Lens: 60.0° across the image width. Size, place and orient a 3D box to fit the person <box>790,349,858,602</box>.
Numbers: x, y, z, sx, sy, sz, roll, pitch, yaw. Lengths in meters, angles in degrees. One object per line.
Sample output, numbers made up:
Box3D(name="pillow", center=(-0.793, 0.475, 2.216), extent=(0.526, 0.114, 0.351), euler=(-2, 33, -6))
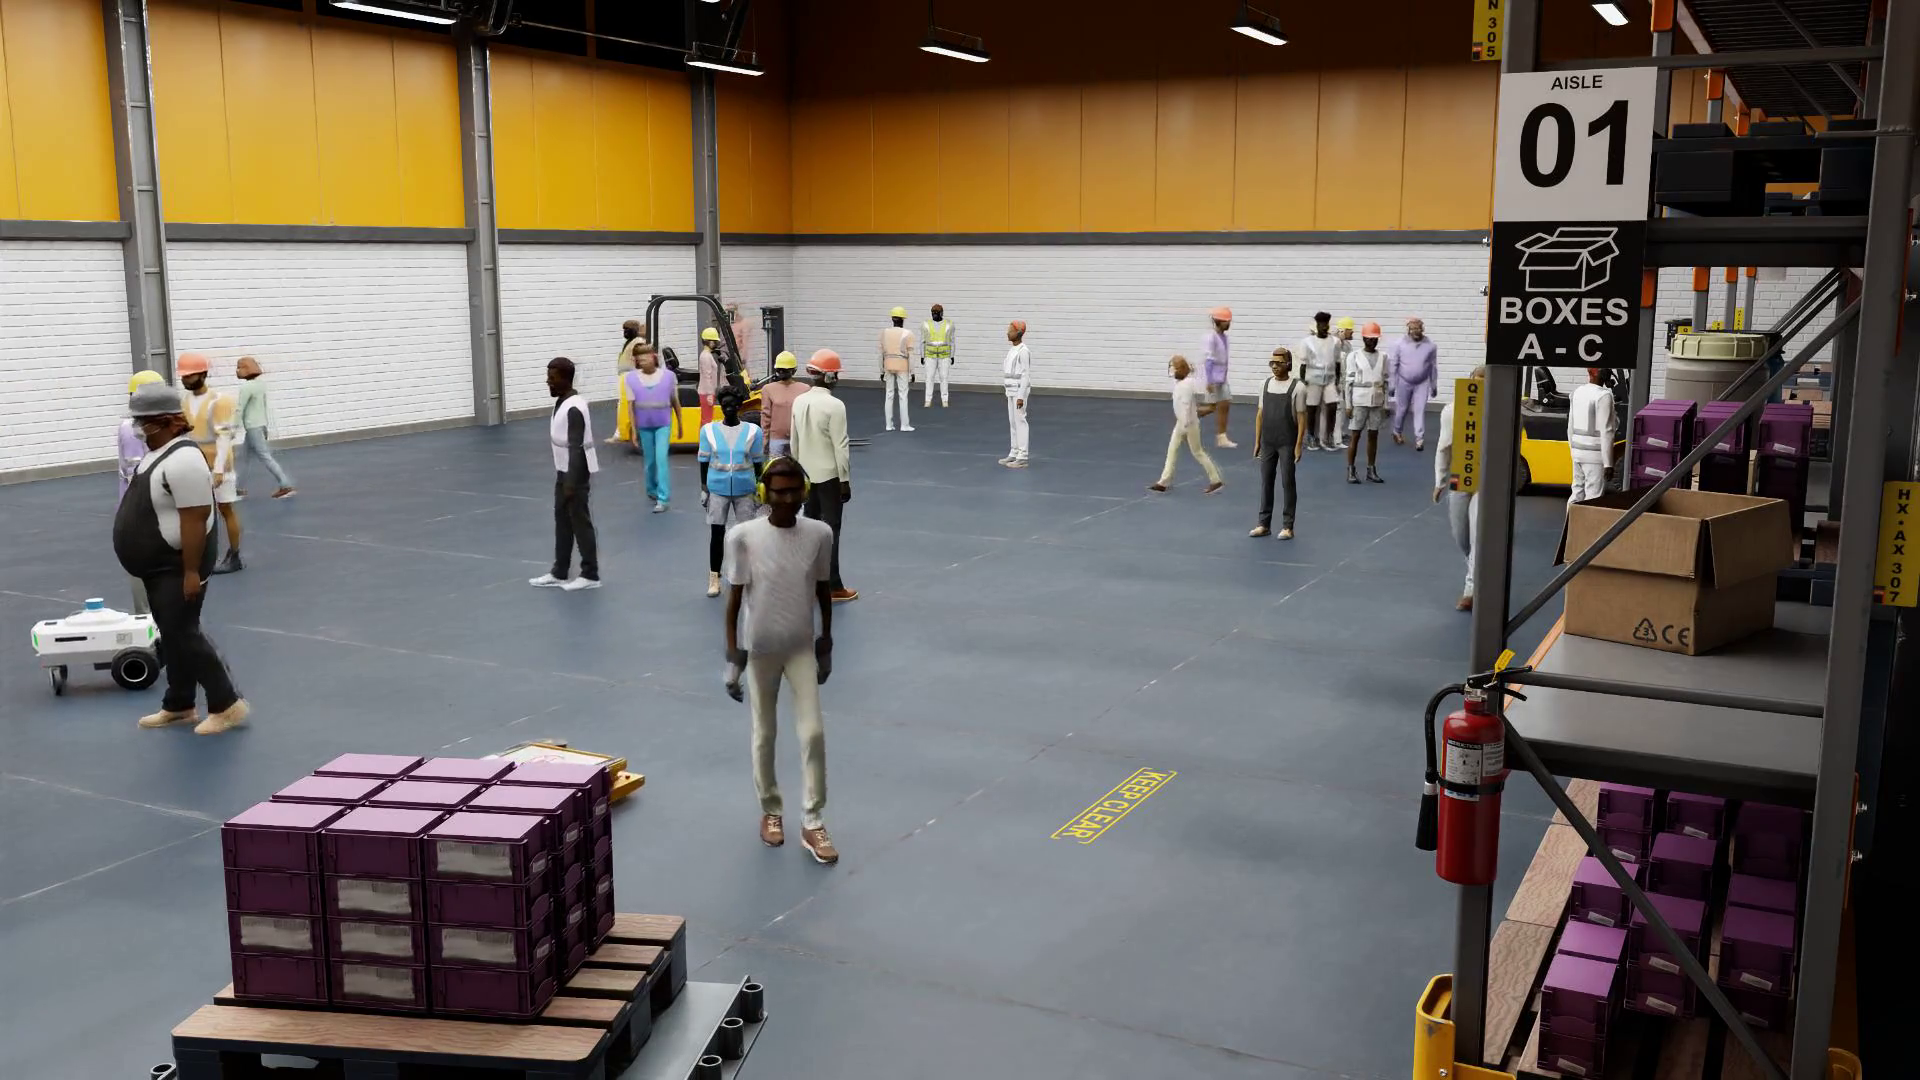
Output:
Box3D(name="person", center=(-1.072, -0.510, 13.162), extent=(0.396, 1.990, 0.624), euler=(-10, 14, -44))

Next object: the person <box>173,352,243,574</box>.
Box3D(name="person", center=(-6.410, -0.624, 14.058), extent=(0.558, 1.907, 0.733), euler=(3, 10, 18))

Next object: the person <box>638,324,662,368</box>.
Box3D(name="person", center=(-5.107, -2.706, 27.040), extent=(0.509, 1.588, 0.843), euler=(3, 10, 19))

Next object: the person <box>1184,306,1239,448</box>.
Box3D(name="person", center=(3.534, -2.299, 23.490), extent=(0.816, 2.015, 0.624), euler=(7, 12, 35))

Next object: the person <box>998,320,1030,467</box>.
Box3D(name="person", center=(0.720, -1.876, 21.389), extent=(0.355, 1.885, 0.575), euler=(-3, 10, -17))

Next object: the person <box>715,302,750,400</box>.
Box3D(name="person", center=(-4.051, -3.247, 29.369), extent=(0.679, 1.860, 0.952), euler=(6, 11, 29))

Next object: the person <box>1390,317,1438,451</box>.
Box3D(name="person", center=(6.372, -2.210, 23.422), extent=(0.690, 1.861, 0.934), euler=(1, 10, 7))

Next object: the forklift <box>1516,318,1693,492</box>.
Box3D(name="forklift", center=(7.066, -1.601, 18.899), extent=(2.313, 2.155, 1.214), euler=(5, 11, 27))

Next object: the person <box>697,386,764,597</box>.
Box3D(name="person", center=(-1.829, -0.390, 13.326), extent=(0.532, 1.697, 0.319), euler=(-1, 10, -9))

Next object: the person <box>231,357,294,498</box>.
Box3D(name="person", center=(-7.895, -1.251, 18.615), extent=(0.843, 1.592, 0.515), euler=(-1, 10, -4))

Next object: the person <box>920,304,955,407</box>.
Box3D(name="person", center=(-0.401, -3.273, 29.611), extent=(0.634, 1.837, 0.429), euler=(0, 10, 0))

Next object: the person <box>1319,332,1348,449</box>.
Box3D(name="person", center=(5.250, -2.098, 23.391), extent=(0.314, 1.637, 0.514), euler=(-6, 12, -33))

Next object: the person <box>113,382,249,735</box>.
Box3D(name="person", center=(-4.490, 0.102, 9.487), extent=(0.598, 2.000, 0.703), euler=(-7, 12, -36))

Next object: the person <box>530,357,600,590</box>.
Box3D(name="person", center=(-3.206, -0.530, 13.536), extent=(0.503, 1.917, 0.616), euler=(-4, 11, -24))

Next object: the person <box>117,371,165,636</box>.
Box3D(name="person", center=(-5.756, -0.242, 11.832), extent=(0.381, 1.918, 0.584), euler=(-3, 10, -16))

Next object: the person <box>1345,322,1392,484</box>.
Box3D(name="person", center=(4.880, -1.627, 19.838), extent=(0.572, 1.932, 0.389), euler=(-1, 10, -7))

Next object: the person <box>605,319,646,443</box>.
Box3D(name="person", center=(-4.651, -2.287, 24.029), extent=(0.898, 1.806, 0.621), euler=(-5, 11, -26))

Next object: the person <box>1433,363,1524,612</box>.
Box3D(name="person", center=(4.069, -0.440, 13.028), extent=(0.630, 1.914, 0.908), euler=(7, 12, 34))

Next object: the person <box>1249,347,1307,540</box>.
Box3D(name="person", center=(3.066, -0.925, 15.999), extent=(0.505, 1.846, 0.346), euler=(7, 12, 35))

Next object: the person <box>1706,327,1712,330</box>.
Box3D(name="person", center=(8.917, -1.610, 19.908), extent=(0.643, 1.864, 0.714), euler=(-6, 12, -33))

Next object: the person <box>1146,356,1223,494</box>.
Box3D(name="person", center=(2.590, -1.302, 18.932), extent=(0.873, 1.588, 0.541), euler=(-2, 10, -11))

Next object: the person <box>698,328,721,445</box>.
Box3D(name="person", center=(-3.305, -1.919, 21.987), extent=(0.327, 1.765, 0.531), euler=(-2, 10, -10))

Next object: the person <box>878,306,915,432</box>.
Box3D(name="person", center=(-0.959, -2.625, 25.607), extent=(0.594, 1.922, 0.385), euler=(4, 10, 21))

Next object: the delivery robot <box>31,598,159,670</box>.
Box3D(name="delivery robot", center=(-5.471, 0.613, 10.549), extent=(0.707, 0.478, 0.477), euler=(-3, 10, -17))

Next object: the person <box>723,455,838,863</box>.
Box3D(name="person", center=(-0.812, 0.542, 7.532), extent=(0.542, 1.842, 0.760), euler=(-2, 10, -14))

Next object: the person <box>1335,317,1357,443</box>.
Box3D(name="person", center=(5.569, -2.332, 24.193), extent=(0.404, 1.830, 0.601), euler=(4, 11, 24))

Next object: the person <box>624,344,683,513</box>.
Box3D(name="person", center=(-3.277, -1.218, 17.869), extent=(0.575, 1.795, 0.795), euler=(0, 10, -3))

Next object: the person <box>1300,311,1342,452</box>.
Box3D(name="person", center=(5.009, -2.175, 22.943), extent=(0.645, 1.934, 0.793), euler=(-1, 10, -8))

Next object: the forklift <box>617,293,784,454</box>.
Box3D(name="forklift", center=(-3.588, -2.317, 23.042), extent=(2.313, 2.155, 1.214), euler=(-1, 10, -5))

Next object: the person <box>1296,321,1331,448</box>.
Box3D(name="person", center=(4.968, -2.194, 23.455), extent=(0.456, 1.808, 0.621), euler=(7, 12, 35))

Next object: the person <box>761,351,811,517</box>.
Box3D(name="person", center=(-1.743, -1.022, 16.795), extent=(0.529, 1.765, 0.326), euler=(-1, 10, -6))

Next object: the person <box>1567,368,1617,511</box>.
Box3D(name="person", center=(5.548, -0.702, 14.595), extent=(0.355, 1.883, 0.574), euler=(-2, 10, -12))

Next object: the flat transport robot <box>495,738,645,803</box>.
Box3D(name="flat transport robot", center=(-2.216, 1.247, 7.973), extent=(0.652, 0.197, 1.431), euler=(5, 11, 27))
